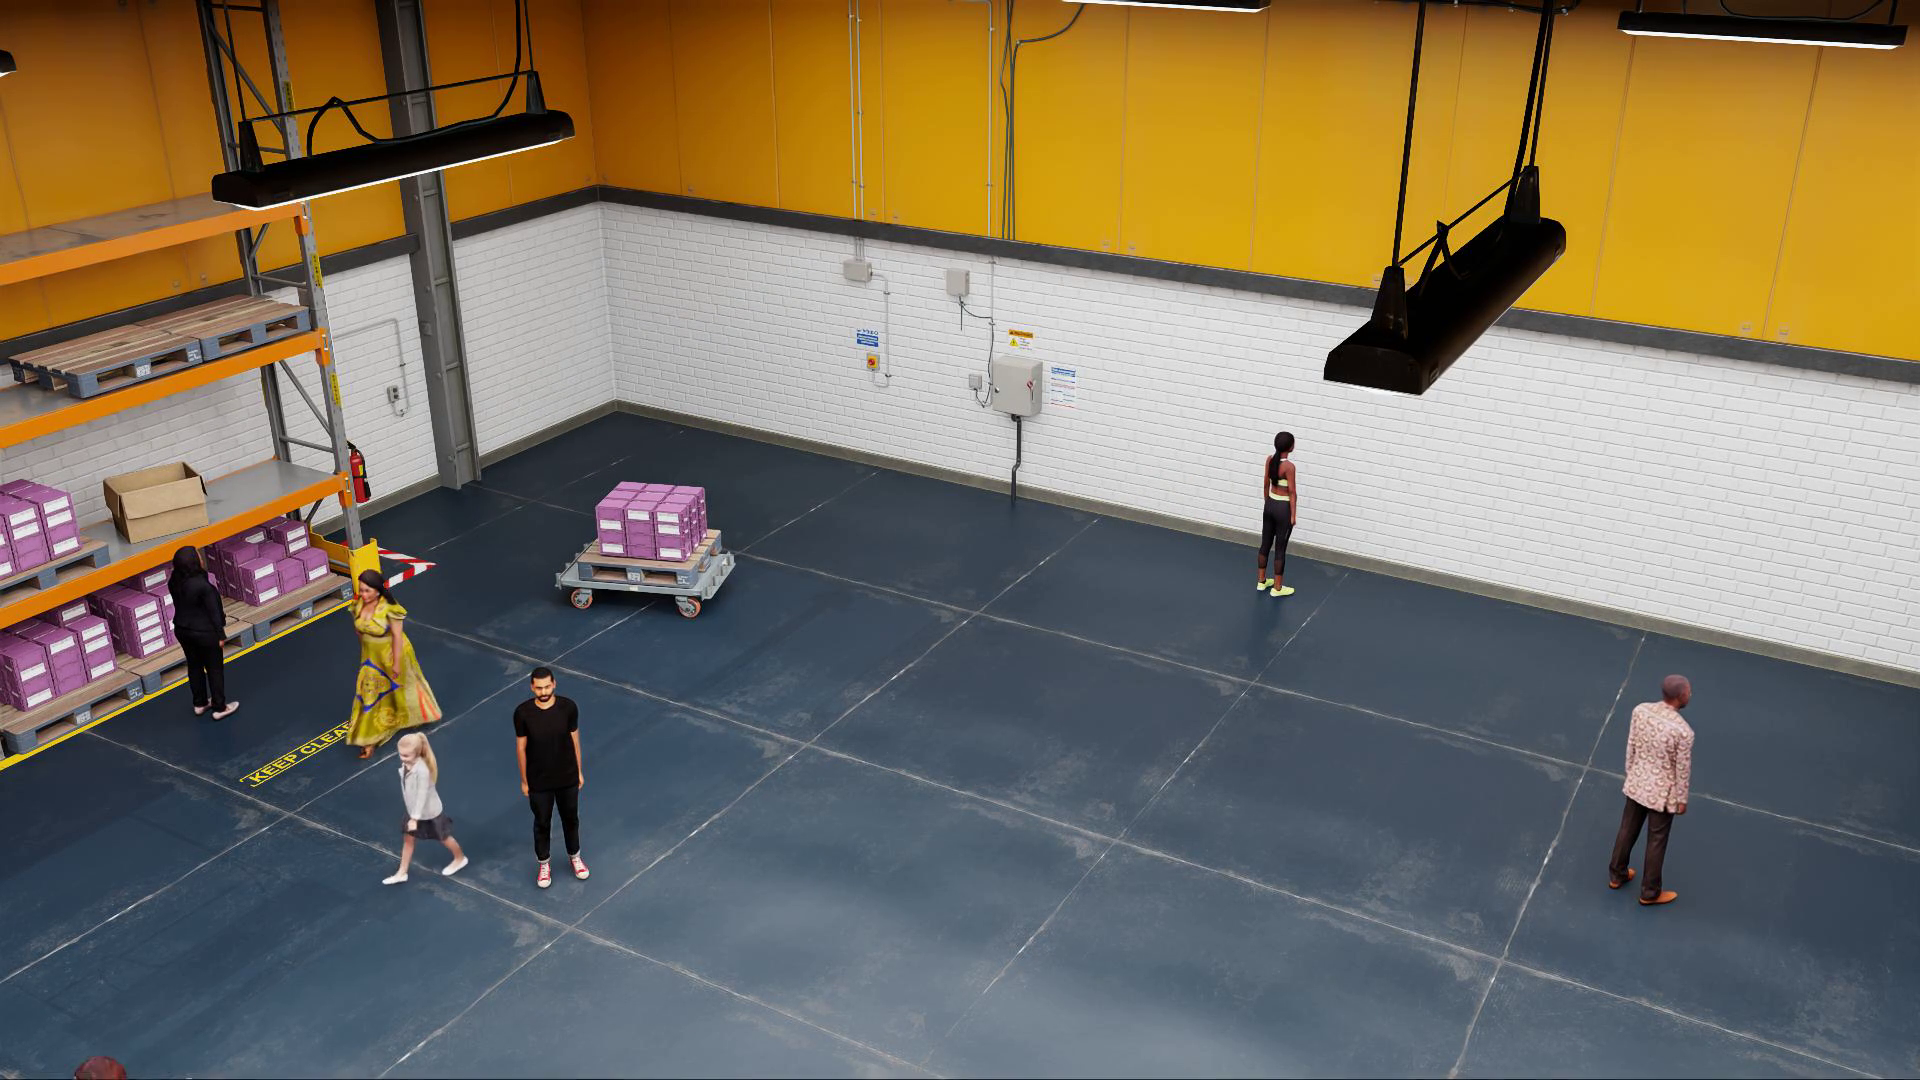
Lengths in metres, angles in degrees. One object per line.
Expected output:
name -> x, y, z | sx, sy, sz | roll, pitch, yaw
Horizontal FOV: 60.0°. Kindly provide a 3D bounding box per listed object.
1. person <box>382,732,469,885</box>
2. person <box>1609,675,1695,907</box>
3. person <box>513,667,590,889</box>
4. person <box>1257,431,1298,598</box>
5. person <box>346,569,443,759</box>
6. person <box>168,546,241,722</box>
person -> -3.952, 1.989, 12.435 | 0.617, 1.245, 0.891 | 22, 32, 40
person -> 5.068, 1.808, 12.145 | 0.778, 1.811, 0.779 | -13, 27, -27
person -> -3.041, 1.734, 12.379 | 0.708, 1.758, 0.790 | -10, 25, -21
person -> 3.242, -0.277, 16.984 | 0.631, 1.755, 0.630 | -17, 29, -34
person -> -4.878, 0.991, 14.274 | 1.051, 1.603, 1.440 | 4, 24, 10
person -> -6.711, 0.815, 14.660 | 0.674, 1.615, 0.683 | 8, 25, 17
